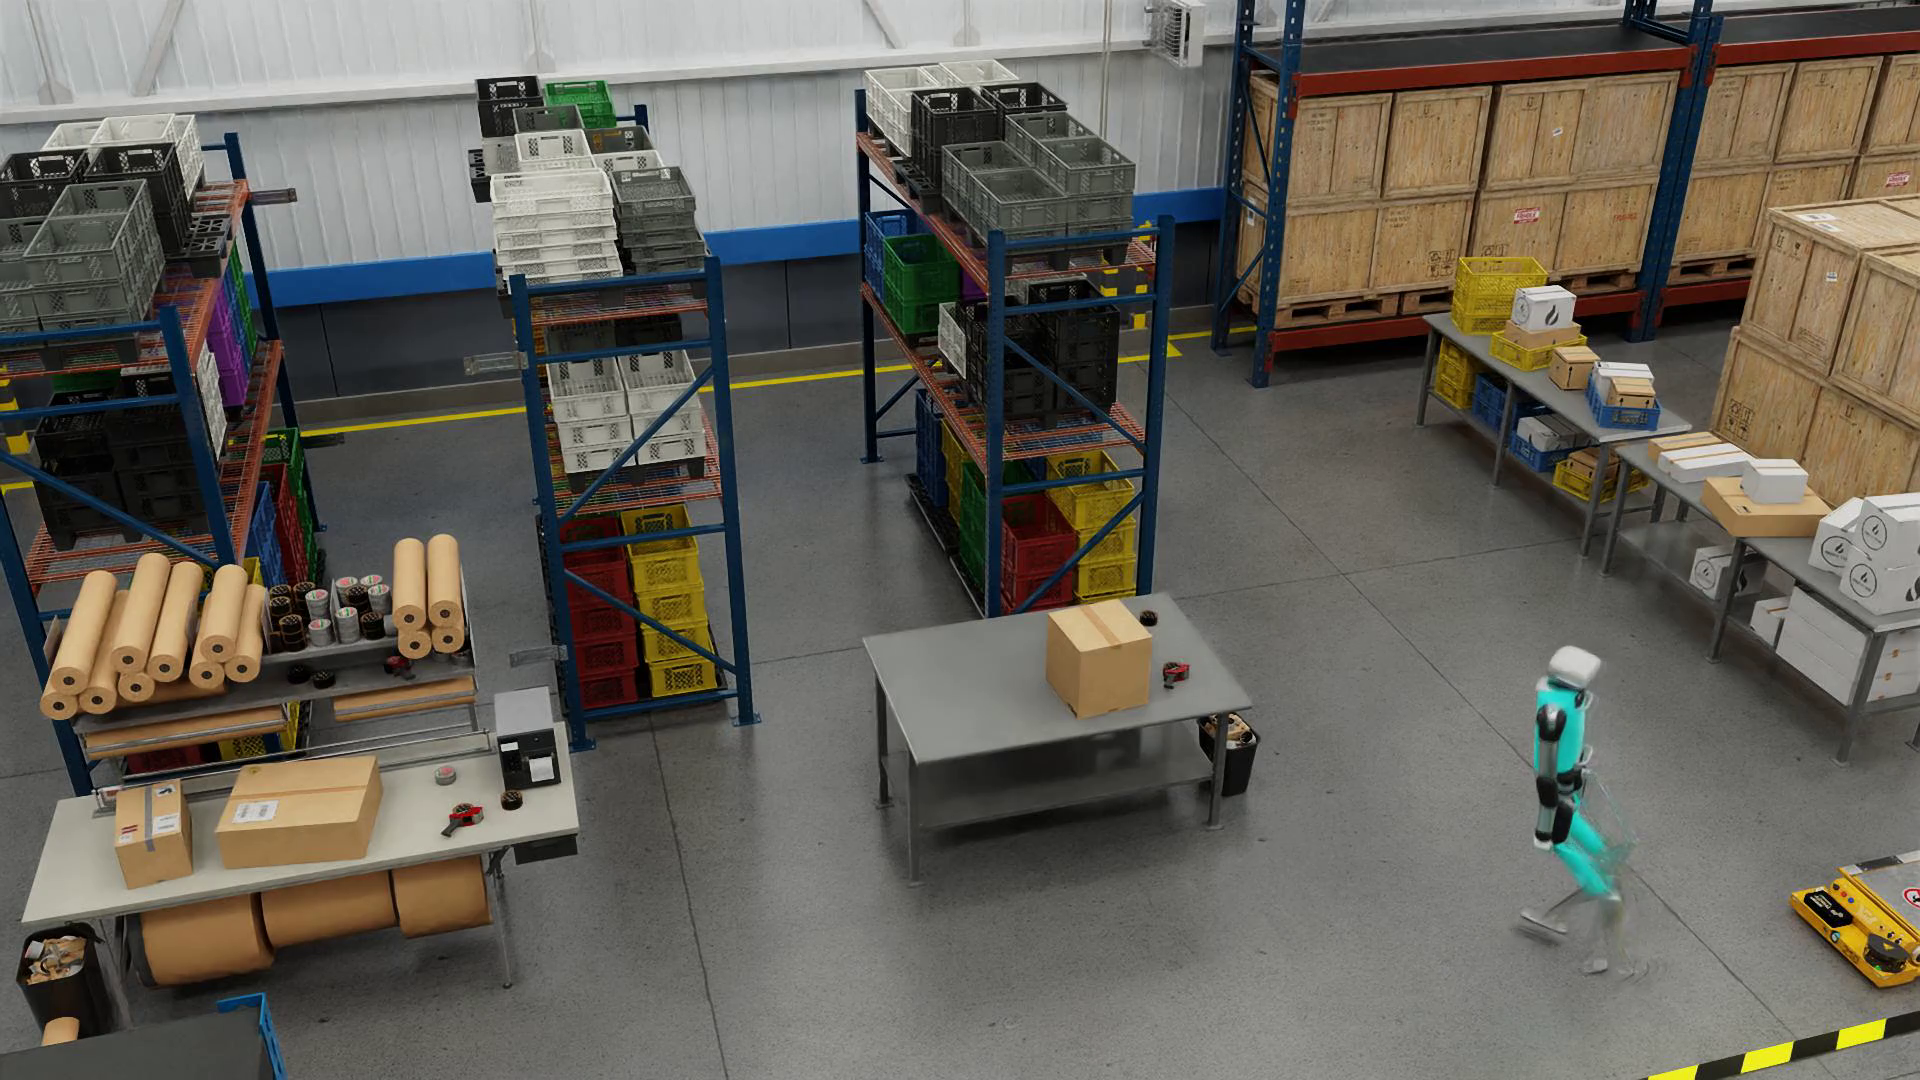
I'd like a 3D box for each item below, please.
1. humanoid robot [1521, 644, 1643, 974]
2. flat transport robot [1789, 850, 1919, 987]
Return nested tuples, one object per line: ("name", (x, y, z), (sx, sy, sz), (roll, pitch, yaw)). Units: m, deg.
("humanoid robot", (3.098, 1.336, 8.139), (0.732, 1.741, 0.537), (15, 32, 25))
("flat transport robot", (5.163, 1.916, 8.676), (1.431, 0.231, 0.659), (-8, 30, -14))
